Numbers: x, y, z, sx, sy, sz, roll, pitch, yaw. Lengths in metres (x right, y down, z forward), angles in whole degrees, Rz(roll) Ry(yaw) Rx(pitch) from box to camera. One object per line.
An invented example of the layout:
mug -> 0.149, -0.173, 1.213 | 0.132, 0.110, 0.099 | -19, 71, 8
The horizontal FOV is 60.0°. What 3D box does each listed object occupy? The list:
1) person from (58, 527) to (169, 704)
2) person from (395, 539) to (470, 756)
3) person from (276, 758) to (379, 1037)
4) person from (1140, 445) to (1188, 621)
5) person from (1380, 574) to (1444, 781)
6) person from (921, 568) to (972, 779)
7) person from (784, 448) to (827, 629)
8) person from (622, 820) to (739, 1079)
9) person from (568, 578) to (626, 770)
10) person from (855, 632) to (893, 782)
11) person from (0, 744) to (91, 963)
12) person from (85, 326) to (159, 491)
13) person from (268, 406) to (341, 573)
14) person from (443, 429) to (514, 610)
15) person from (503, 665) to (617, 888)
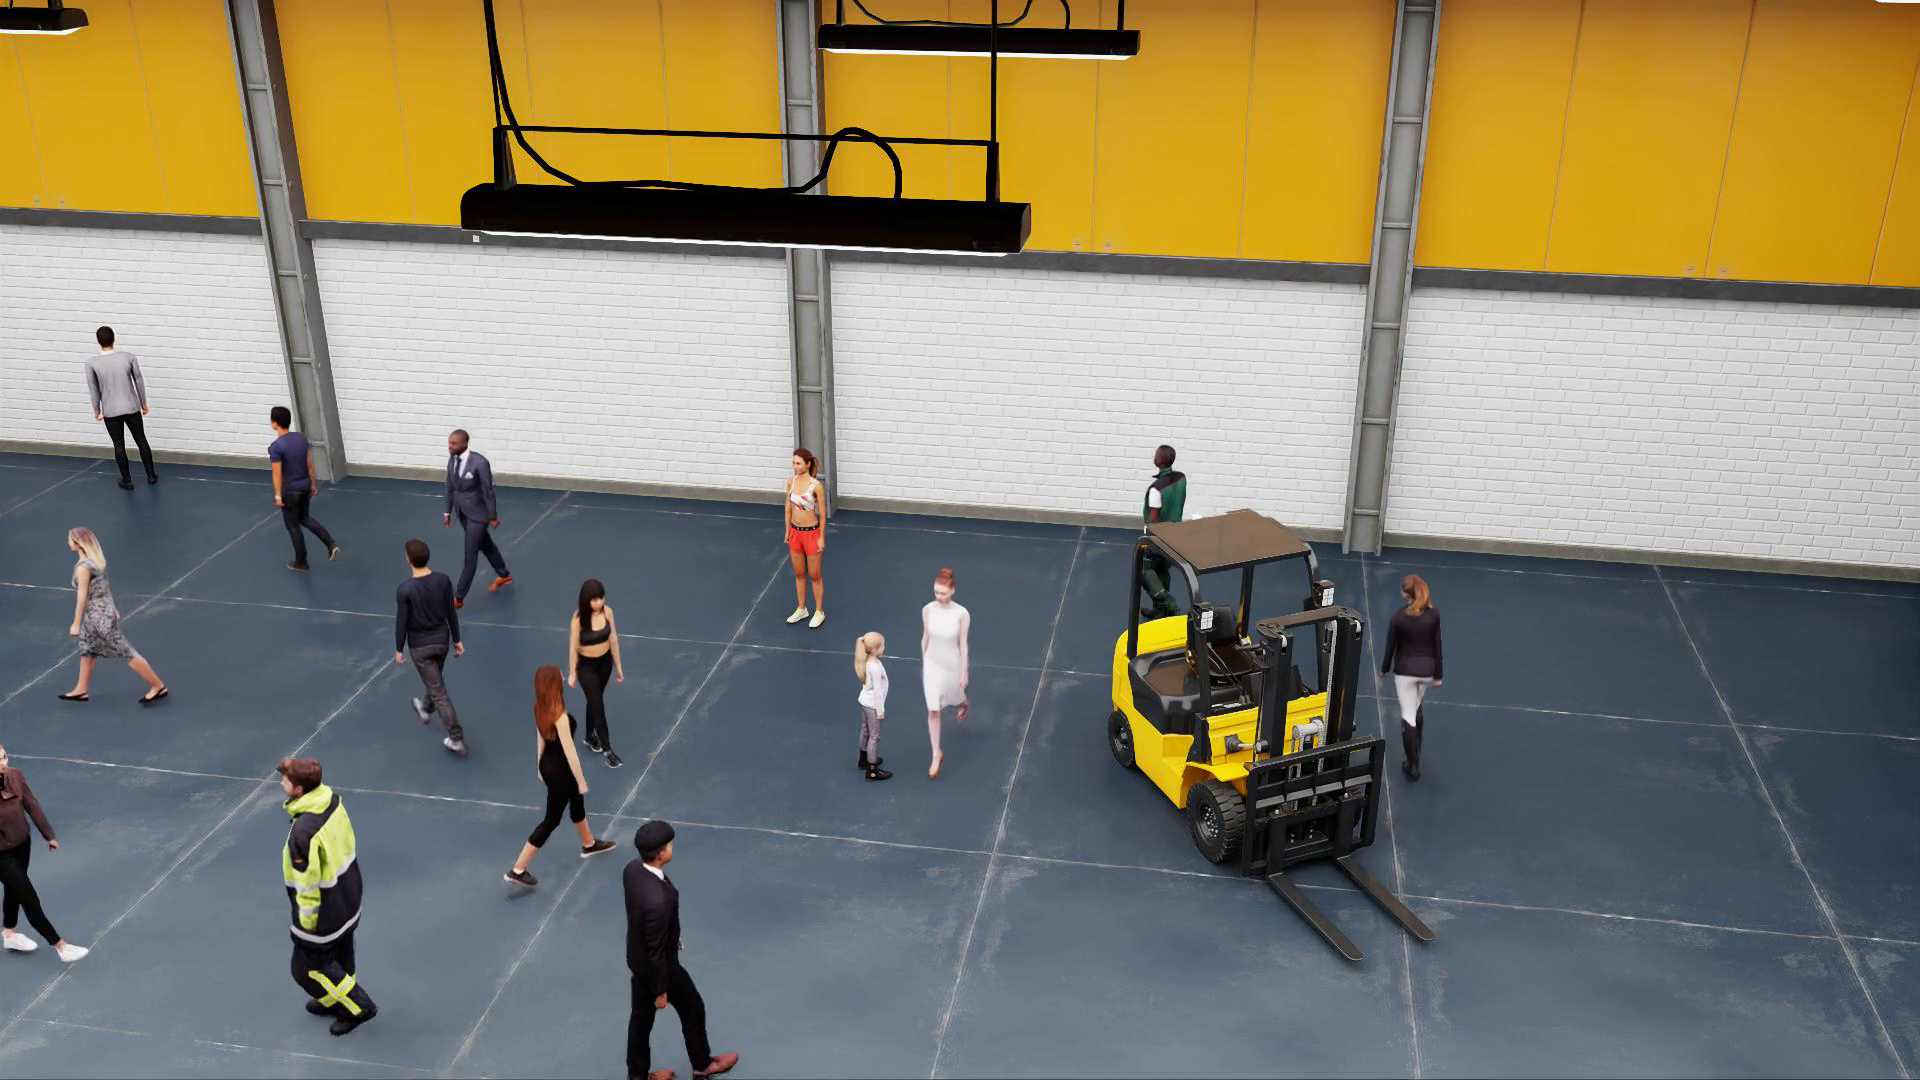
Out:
person -> -7.311, 0.701, 14.364 | 1.211, 1.653, 0.888 | -5, 24, -12
person -> -4.299, 0.923, 13.648 | 1.270, 1.818, 1.087 | 20, 31, 38
person -> -3.950, 2.227, 10.472 | 0.836, 1.974, 0.833 | 1, 24, 2
person -> 1.983, -0.014, 15.780 | 0.929, 1.828, 0.872 | 21, 31, 40
person -> 3.669, 1.124, 13.339 | 0.670, 1.697, 0.719 | 3, 24, 6
person -> -0.068, 1.024, 13.484 | 1.065, 1.765, 0.750 | 7, 25, 16
person -> -1.466, -0.035, 15.874 | 0.579, 1.791, 0.705 | 11, 26, 24
person -> -1.915, 2.537, 9.913 | 1.066, 1.853, 0.995 | -14, 27, -28
person -> -3.052, 1.021, 13.673 | 0.869, 1.619, 0.989 | -19, 30, -37
person -> -0.719, 1.321, 13.414 | 0.600, 1.275, 0.561 | -9, 25, -19
person -> -6.457, 2.083, 11.175 | 0.991, 1.673, 0.661 | 5, 24, 12
person -> -9.647, -1.524, 19.116 | 0.822, 1.923, 0.889 | -15, 28, -30
person -> -6.699, -0.491, 16.934 | 0.911, 1.778, 0.755 | 9, 25, 20
person -> -4.727, -0.246, 16.381 | 1.247, 1.772, 1.114 | 16, 28, 32
person -> -2.985, 1.724, 11.977 | 1.150, 1.689, 1.100 | -16, 28, -32
